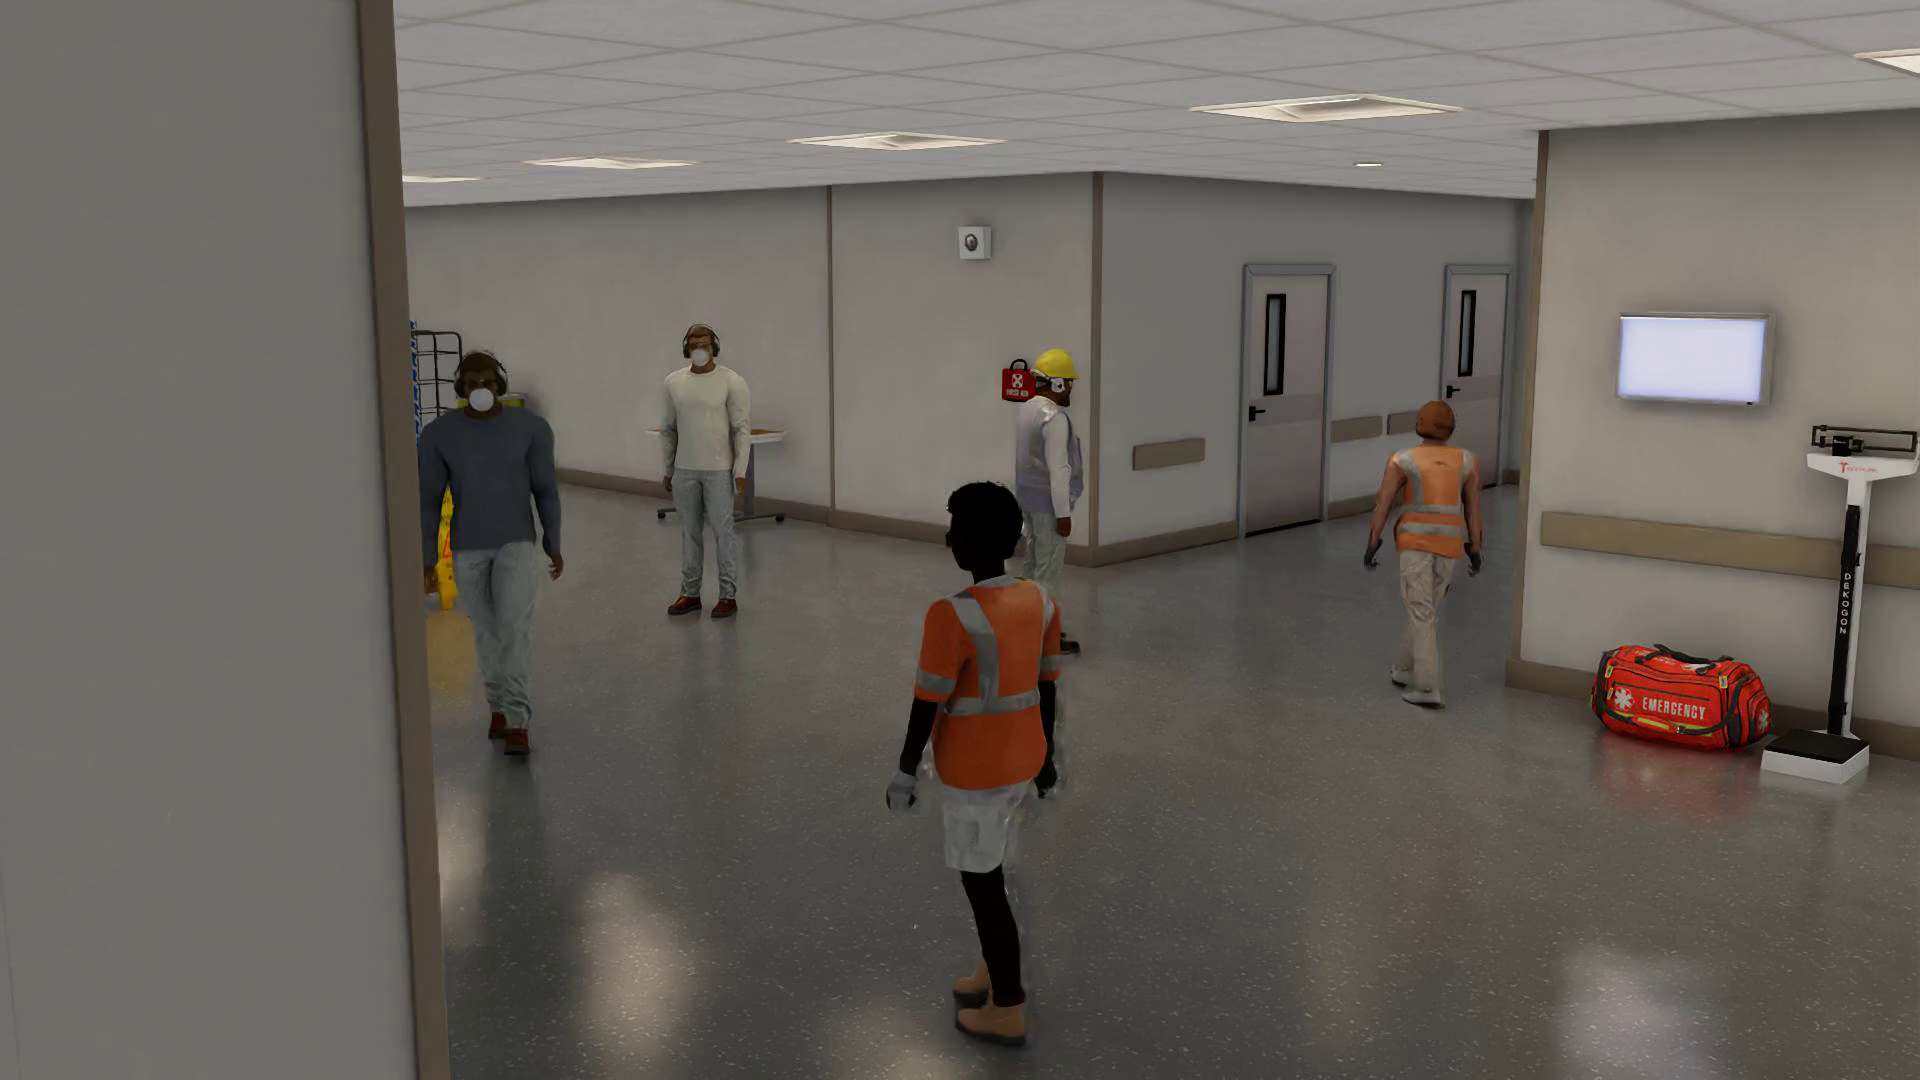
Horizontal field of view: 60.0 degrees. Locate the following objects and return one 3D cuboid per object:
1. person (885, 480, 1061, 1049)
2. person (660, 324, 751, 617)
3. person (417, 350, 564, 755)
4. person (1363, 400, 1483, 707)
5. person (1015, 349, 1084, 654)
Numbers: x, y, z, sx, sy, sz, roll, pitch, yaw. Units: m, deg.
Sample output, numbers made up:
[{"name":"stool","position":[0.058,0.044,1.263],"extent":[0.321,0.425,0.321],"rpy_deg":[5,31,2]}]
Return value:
[{"name":"person","position":[0.029,0.662,4.939],"extent":[0.498,1.681,0.539],"rpy_deg":[6,11,33]},{"name":"person","position":[-1.694,-0.455,11.010],"extent":[0.636,1.939,0.358],"rpy_deg":[3,10,18]},{"name":"person","position":[-2.236,0.072,7.860],"extent":[0.661,1.907,0.898],"rpy_deg":[-1,9,-8]},{"name":"person","position":[2.460,0.050,8.917],"extent":[0.589,1.592,0.777],"rpy_deg":[-1,9,-8]},{"name":"person","position":[0.536,-0.226,9.976],"extent":[0.403,1.824,0.590],"rpy_deg":[-3,10,-16]}]
